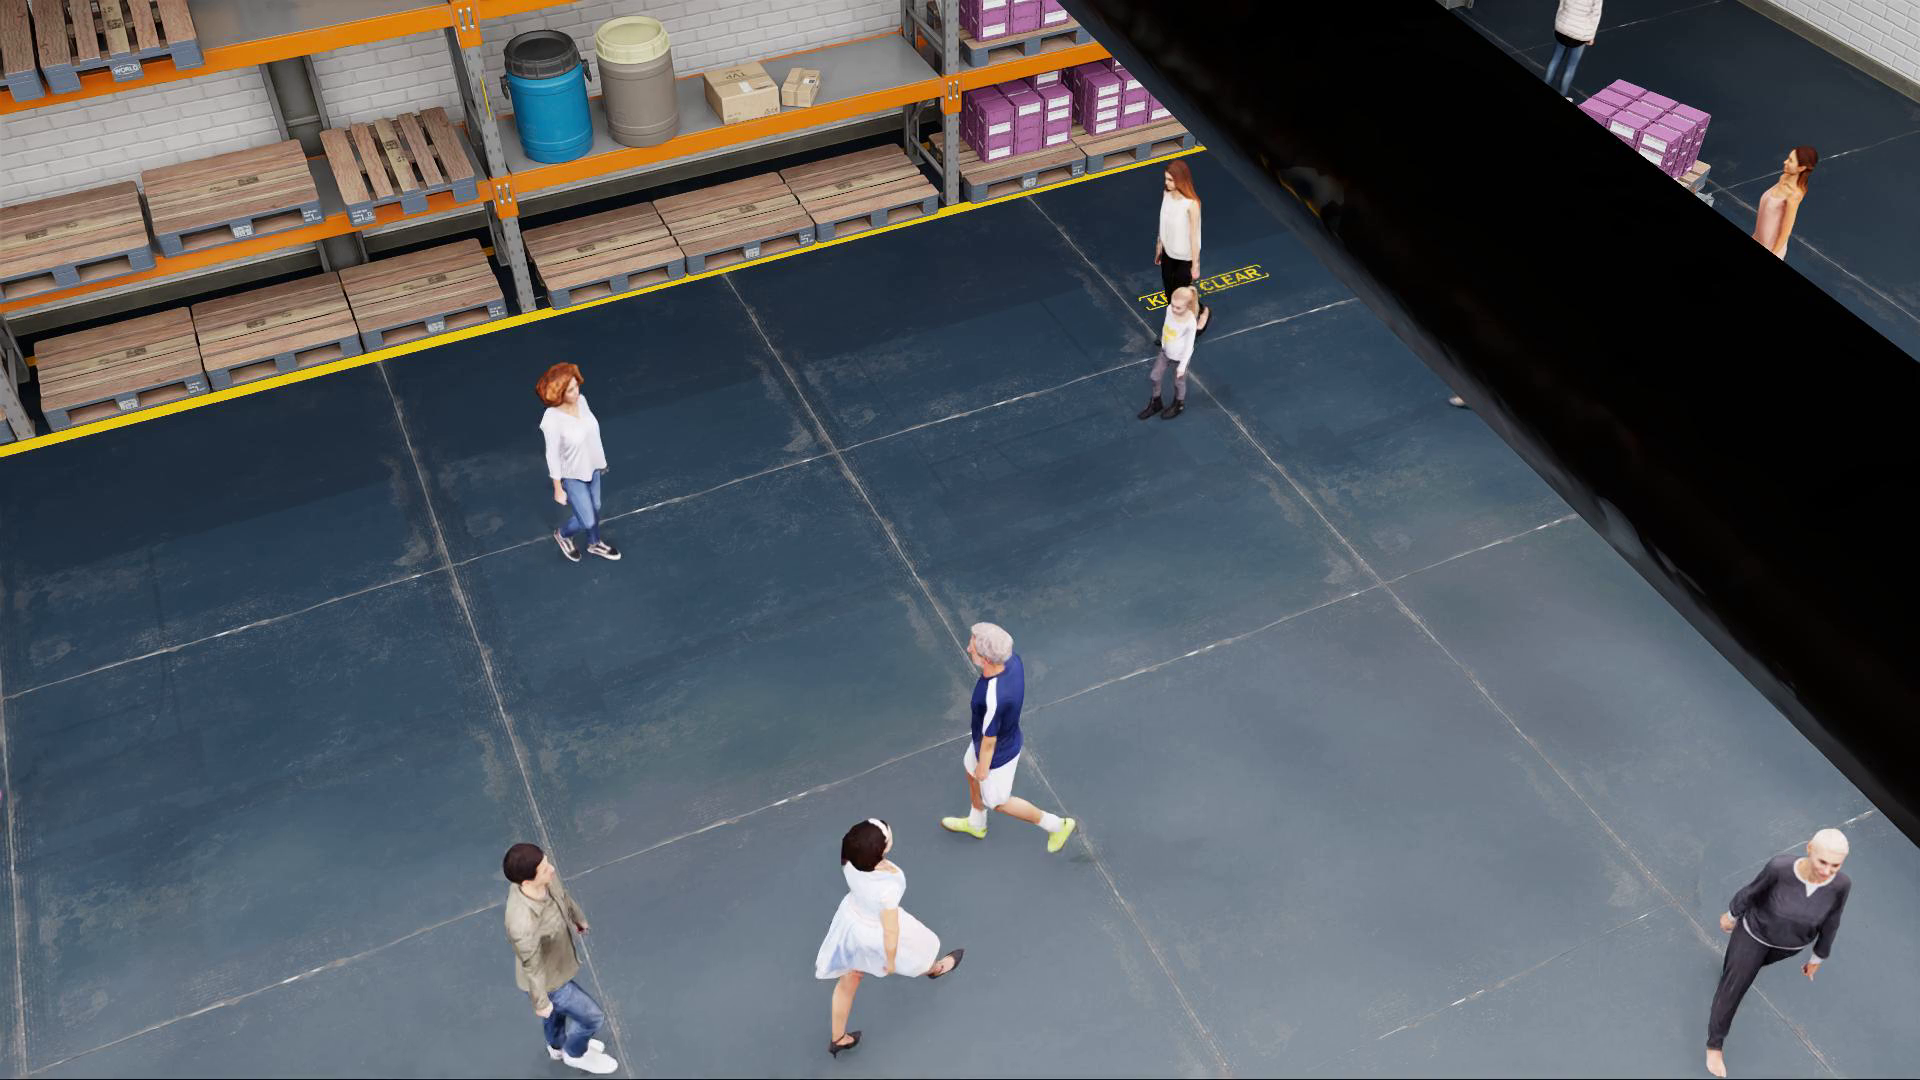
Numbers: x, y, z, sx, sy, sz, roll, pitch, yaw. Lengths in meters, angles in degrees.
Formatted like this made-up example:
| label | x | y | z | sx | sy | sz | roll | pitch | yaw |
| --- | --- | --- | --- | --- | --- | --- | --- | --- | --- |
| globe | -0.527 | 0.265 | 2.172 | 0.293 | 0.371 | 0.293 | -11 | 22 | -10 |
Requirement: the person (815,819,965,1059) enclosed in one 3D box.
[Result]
| label | x | y | z | sx | sy | sz | roll | pitch | yaw |
| --- | --- | --- | --- | --- | --- | --- | --- | --- | --- |
| person | -0.527 | 2.133 | 8.683 | 1.261 | 1.768 | 0.919 | -34 | 53 | -30 |

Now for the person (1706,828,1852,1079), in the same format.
| label | x | y | z | sx | sy | sz | roll | pitch | yaw |
| --- | --- | --- | --- | --- | --- | --- | --- | --- | --- |
| person | 4.338 | 2.019 | 8.864 | 1.109 | 1.684 | 1.120 | 10 | 45 | 10 |

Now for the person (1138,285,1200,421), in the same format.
| label | x | y | z | sx | sy | sz | roll | pitch | yaw |
| --- | --- | --- | --- | --- | --- | --- | --- | --- | --- |
| person | 1.721 | -1.459 | 12.821 | 0.659 | 1.262 | 0.572 | -27 | 50 | -25 |

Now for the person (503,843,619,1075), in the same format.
| label | x | y | z | sx | sy | sz | roll | pitch | yaw |
| --- | --- | --- | --- | --- | --- | --- | --- | --- | --- |
| person | -2.203 | 2.188 | 8.564 | 0.786 | 1.854 | 0.821 | -3 | 44 | -3 |

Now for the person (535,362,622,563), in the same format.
| label | x | y | z | sx | sy | sz | roll | pitch | yaw |
| --- | --- | --- | --- | --- | --- | --- | --- | --- | --- |
| person | -2.724 | -0.524 | 11.517 | 0.873 | 1.707 | 0.808 | 19 | 47 | 19 |

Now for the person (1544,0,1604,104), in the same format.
| label | x | y | z | sx | sy | sz | roll | pitch | yaw |
| --- | --- | --- | --- | --- | --- | --- | --- | --- | --- |
| person | 6.015 | -5.009 | 16.276 | 0.627 | 1.636 | 0.657 | -29 | 51 | -27 |

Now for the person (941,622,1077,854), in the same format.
| label | x | y | z | sx | sy | sz | roll | pitch | yaw |
| --- | --- | --- | --- | --- | --- | --- | --- | --- | --- |
| person | 0.291 | 1.194 | 9.641 | 1.162 | 1.808 | 0.991 | 5 | 44 | 5 |

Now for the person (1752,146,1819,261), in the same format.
| label | x | y | z | sx | sy | sz | roll | pitch | yaw |
| --- | --- | --- | --- | --- | --- | --- | --- | --- | --- |
| person | 6.473 | -2.335 | 13.328 | 0.681 | 1.832 | 0.669 | 5 | 44 | 6 |

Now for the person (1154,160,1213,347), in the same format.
| label | x | y | z | sx | sy | sz | roll | pitch | yaw |
| --- | --- | --- | --- | --- | --- | --- | --- | --- | --- |
| person | 1.836 | -2.319 | 13.404 | 0.757 | 1.703 | 0.657 | -26 | 50 | -25 |
